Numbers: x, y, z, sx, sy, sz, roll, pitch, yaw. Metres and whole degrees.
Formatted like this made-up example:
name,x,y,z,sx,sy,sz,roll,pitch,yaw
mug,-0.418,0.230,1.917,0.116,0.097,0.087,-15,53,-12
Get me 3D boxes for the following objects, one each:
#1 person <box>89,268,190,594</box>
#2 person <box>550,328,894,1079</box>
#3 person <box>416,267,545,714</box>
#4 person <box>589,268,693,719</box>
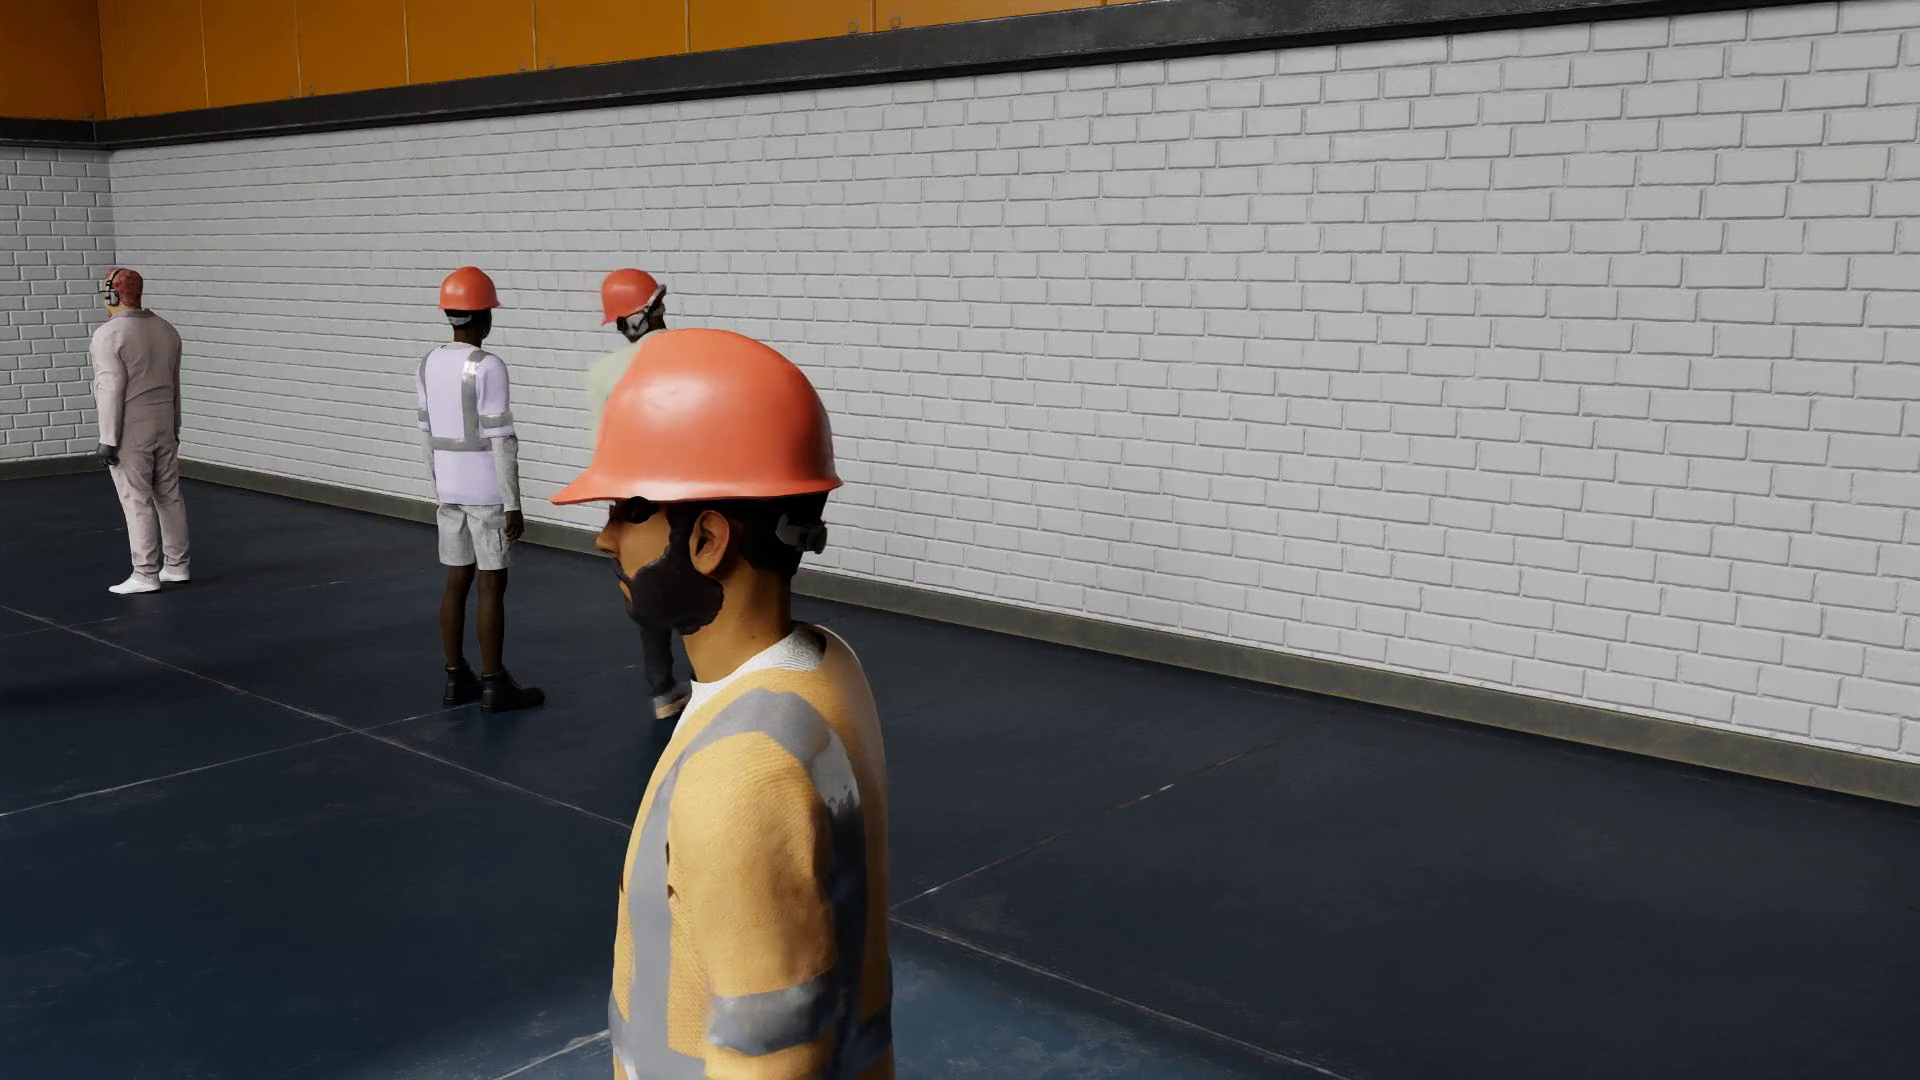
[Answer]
name,x,y,z,sx,sy,sz,roll,pitch,yaw
person,-4.853,-0.637,9.789,0.401,1.906,0.650,2,10,12
person,-0.250,0.736,1.882,0.358,1.938,0.548,0,10,-1
person,-2.104,-0.213,7.280,0.552,1.939,0.352,7,12,35
person,-1.230,-0.179,7.095,0.653,1.942,0.414,-2,10,-13
